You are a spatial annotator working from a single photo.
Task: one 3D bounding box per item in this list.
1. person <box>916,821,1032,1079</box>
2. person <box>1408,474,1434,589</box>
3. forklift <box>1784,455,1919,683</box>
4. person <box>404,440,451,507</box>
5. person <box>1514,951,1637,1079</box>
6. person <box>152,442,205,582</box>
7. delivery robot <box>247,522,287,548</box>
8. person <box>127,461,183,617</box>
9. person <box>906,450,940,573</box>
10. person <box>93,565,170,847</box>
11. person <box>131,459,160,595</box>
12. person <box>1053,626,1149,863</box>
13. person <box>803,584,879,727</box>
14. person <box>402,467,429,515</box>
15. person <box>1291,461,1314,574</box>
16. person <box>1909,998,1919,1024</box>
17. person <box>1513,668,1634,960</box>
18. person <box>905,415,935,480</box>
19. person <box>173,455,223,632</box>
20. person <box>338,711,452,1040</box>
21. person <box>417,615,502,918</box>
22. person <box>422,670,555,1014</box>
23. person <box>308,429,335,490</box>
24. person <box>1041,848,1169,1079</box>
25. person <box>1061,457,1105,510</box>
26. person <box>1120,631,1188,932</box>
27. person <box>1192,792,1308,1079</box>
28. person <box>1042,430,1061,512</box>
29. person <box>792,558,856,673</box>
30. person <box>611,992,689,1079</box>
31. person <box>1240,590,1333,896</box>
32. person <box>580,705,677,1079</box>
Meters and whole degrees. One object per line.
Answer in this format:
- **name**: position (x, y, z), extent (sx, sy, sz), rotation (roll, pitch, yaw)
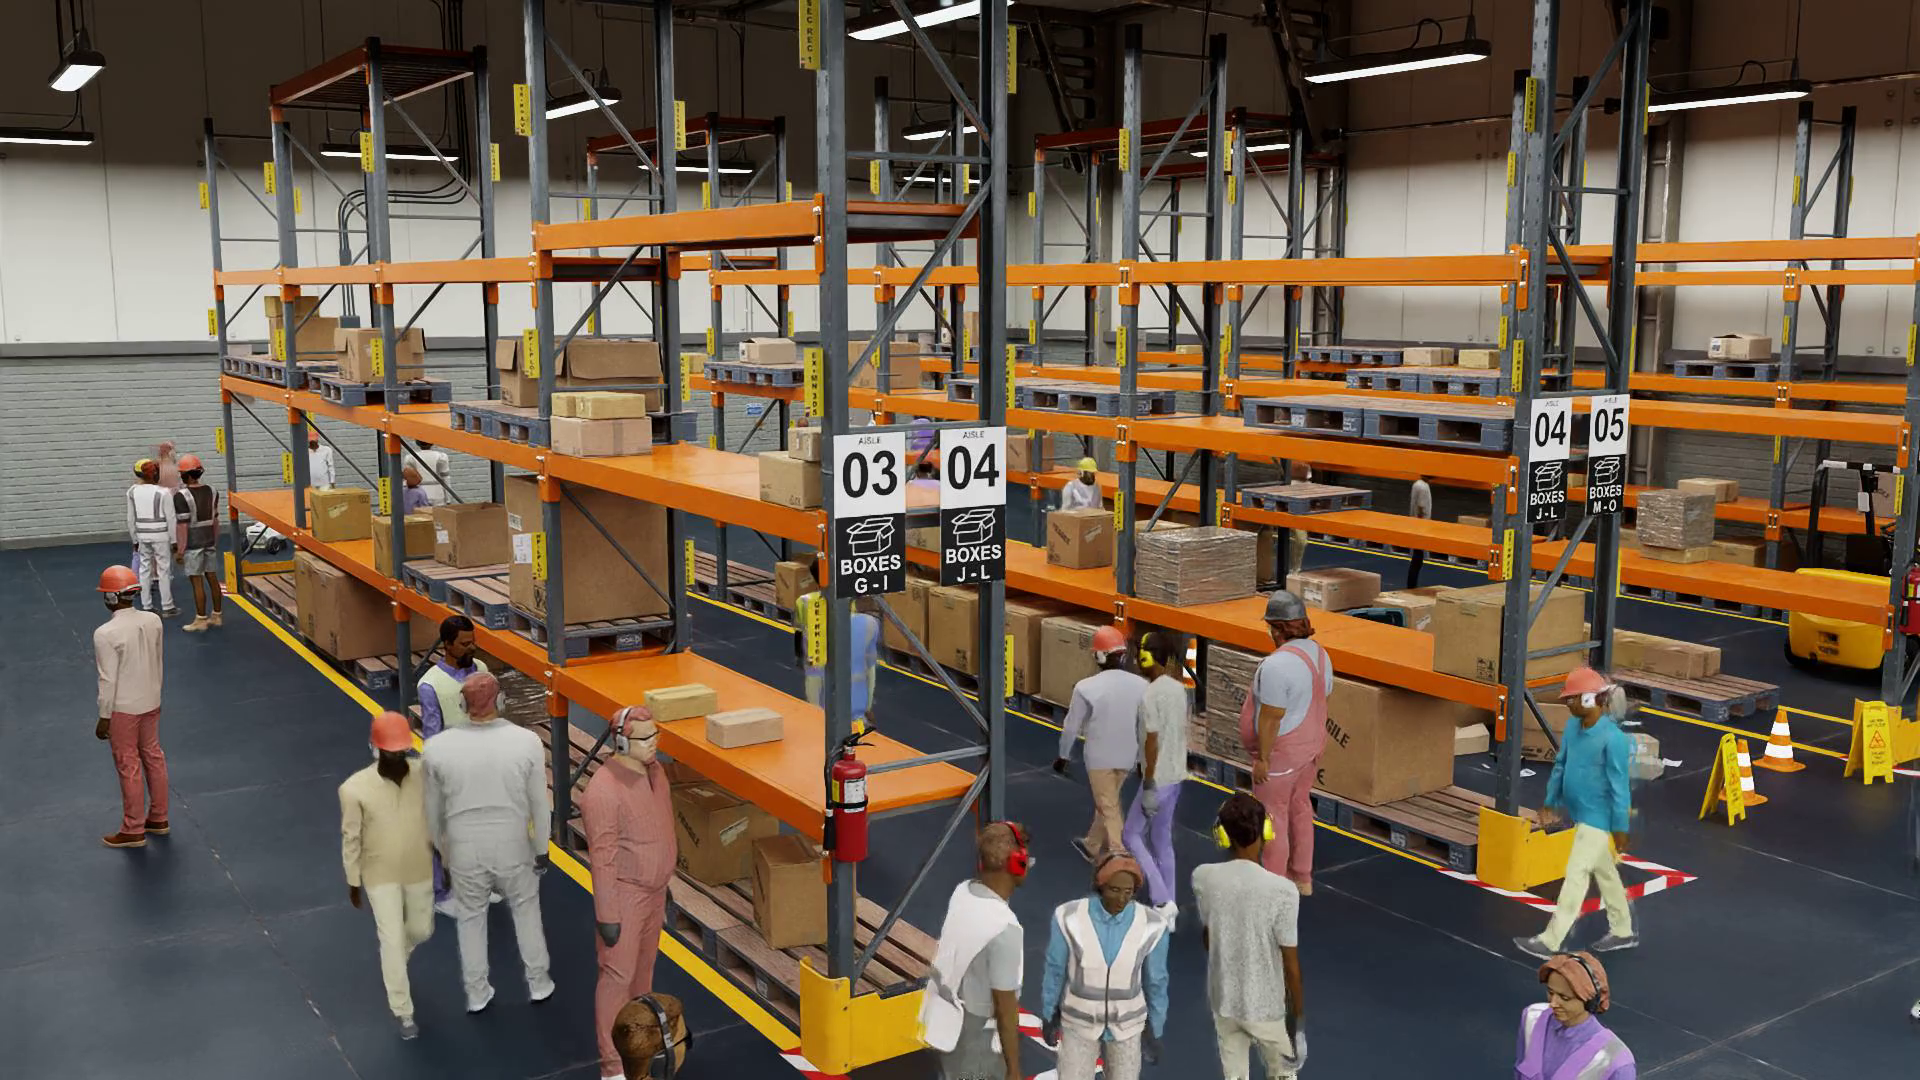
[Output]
- **person**: position (0.126, 2.026, 6.723), extent (0.745, 1.792, 0.587), rotation (-2, 9, -12)
- **person**: position (5.743, -0.113, 20.695), extent (0.311, 1.866, 0.528), rotation (2, 9, 15)
- **forklift**: position (9.643, 0.253, 17.172), extent (2.313, 2.155, 1.214), rotation (-6, 10, -33)
- **person**: position (-7.393, -0.564, 23.136), extent (0.605, 2.035, 0.389), rotation (-2, 9, -16)
- **person**: position (2.149, 2.230, 5.875), extent (0.313, 1.634, 0.514), rotation (-4, 9, -24)
- **person**: position (-10.595, -0.393, 22.516), extent (0.669, 1.869, 0.884), rotation (6, 10, 33)
- **delivery robot**: position (-10.334, -0.134, 24.865), extent (0.477, 0.478, 0.707), rotation (1, 9, 9)
- **person**: position (-9.657, -0.007, 19.929), extent (0.577, 1.882, 0.349), rotation (1, 9, 8)
- **person**: position (-0.469, -0.068, 19.902), extent (0.620, 2.015, 0.674), rotation (-2, 9, -14)
- **person**: position (-5.871, 1.165, 11.755), extent (0.382, 1.995, 0.612), rotation (2, 9, 11)
- **person**: position (-10.485, -0.170, 21.444), extent (0.350, 1.758, 0.521), rotation (0, 9, 0)
- **person**: position (0.947, 1.418, 11.029), extent (0.579, 1.704, 0.911), rotation (-5, 10, -30)
- **person**: position (-0.855, 1.163, 11.663), extent (0.617, 2.027, 0.422), rotation (-5, 10, -31)
- **person**: position (-7.106, -0.139, 21.639), extent (0.498, 1.633, 0.282), rotation (6, 10, 34)
- **person**: position (4.634, -0.252, 22.408), extent (0.529, 1.614, 0.454), rotation (-7, 11, -40)
- **person**: position (5.457, 1.686, 8.672), extent (0.667, 1.886, 0.577), rotation (-6, 11, -36)
- **person**: position (3.619, 1.605, 9.797), extent (0.892, 1.693, 0.559), rotation (-1, 9, -5)
- **person**: position (-0.723, -1.523, 30.251), extent (0.676, 1.811, 0.598), rotation (-3, 9, -21)
- **person**: position (-8.759, 0.042, 19.070), extent (0.391, 2.045, 0.608), rotation (3, 9, 19)
- **person**: position (-3.025, 1.725, 8.915), extent (0.581, 1.724, 0.711), rotation (-6, 10, -35)
- **person**: position (-3.163, 1.406, 10.455), extent (0.392, 1.911, 0.584), rotation (3, 9, 19)
- **person**: position (-2.539, 1.633, 8.983), extent (0.655, 1.893, 0.472), rotation (-2, 9, -14)
- **person**: position (-10.291, -0.933, 26.579), extent (0.574, 1.739, 0.350), rotation (-4, 9, -23)
- **person**: position (0.609, 2.060, 7.025), extent (0.528, 1.614, 0.393), rotation (0, 9, 0)
- **person**: position (1.598, -0.137, 21.019), extent (0.629, 1.809, 0.617), rotation (-6, 10, -33)
- **person**: position (1.194, 1.481, 10.195), extent (0.460, 1.830, 0.576), rotation (6, 11, 36)
- **person**: position (1.263, 1.960, 7.030), extent (0.559, 1.829, 0.753), rotation (5, 10, 29)
- **person**: position (1.557, -1.279, 29.273), extent (0.589, 1.613, 0.516), rotation (5, 10, 32)
- **person**: position (-1.167, 0.962, 14.165), extent (0.553, 1.661, 0.795), rotation (-3, 9, -17)
- **person**: position (-0.913, 2.252, 5.017), extent (0.508, 1.846, 0.345), rotation (6, 10, 34)
- **person**: position (2.063, 1.308, 10.653), extent (0.535, 2.000, 0.686), rotation (7, 11, 40)
- **person**: position (-1.585, 1.745, 8.185), extent (0.399, 1.910, 0.643), rotation (2, 9, 16)
